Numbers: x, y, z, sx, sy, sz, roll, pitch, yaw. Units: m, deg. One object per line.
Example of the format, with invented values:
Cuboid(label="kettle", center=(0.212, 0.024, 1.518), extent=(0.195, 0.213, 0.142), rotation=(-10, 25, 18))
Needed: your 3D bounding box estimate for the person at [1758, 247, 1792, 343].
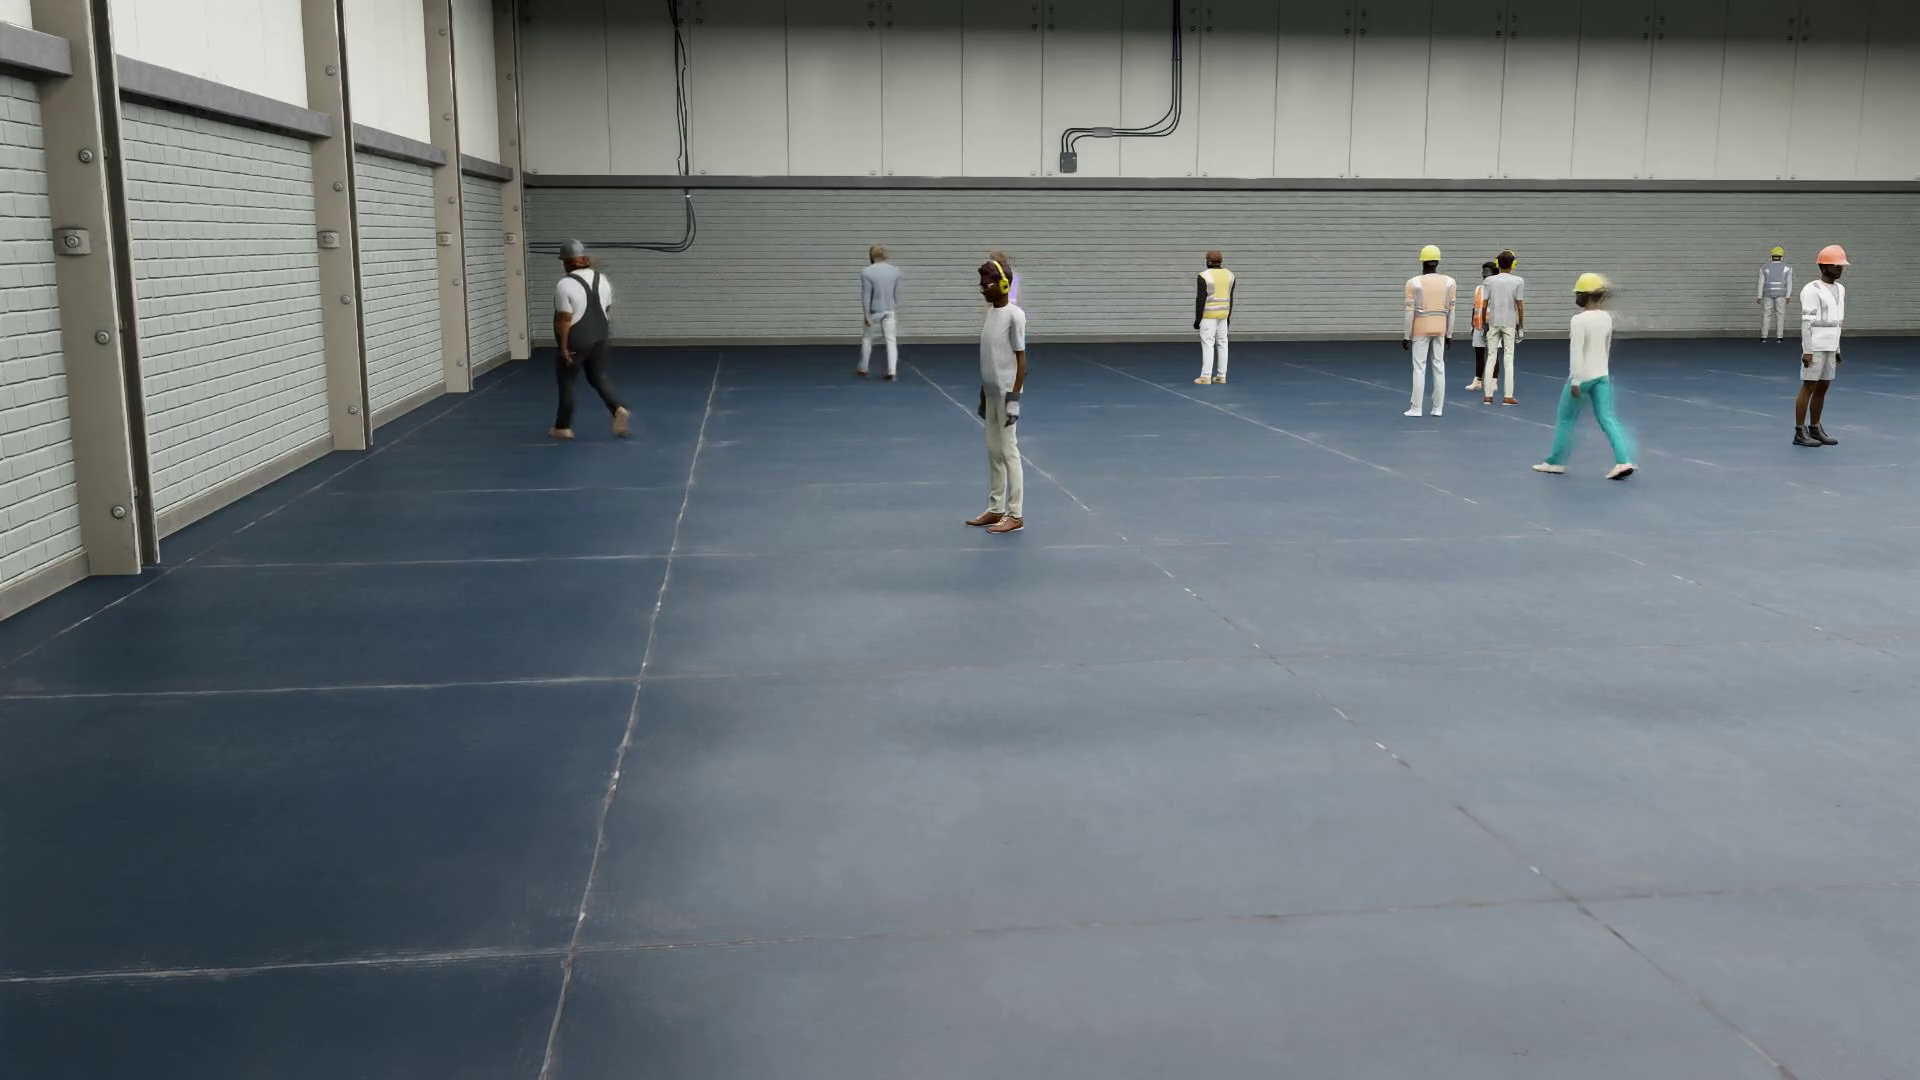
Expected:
Cuboid(label="person", center=(15.630, -4.703, 31.923), extent=(0.586, 1.835, 0.404), rotation=(4, 11, 22))

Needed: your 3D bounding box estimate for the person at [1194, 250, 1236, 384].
Cuboid(label="person", center=(3.482, -3.069, 22.945), extent=(0.622, 1.844, 0.429), rotation=(-6, 12, -30))

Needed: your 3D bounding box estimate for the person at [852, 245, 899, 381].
Cuboid(label="person", center=(-1.186, -3.215, 23.602), extent=(0.655, 1.898, 0.958), rotation=(-6, 12, -31))

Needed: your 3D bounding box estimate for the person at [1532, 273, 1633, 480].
Cuboid(label="person", center=(5.305, -1.375, 13.976), extent=(0.532, 1.727, 0.904), rotation=(-6, 12, -31))

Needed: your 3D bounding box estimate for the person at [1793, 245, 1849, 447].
Cuboid(label="person", center=(8.363, -1.870, 16.109), extent=(0.548, 1.938, 0.358), rotation=(-6, 12, -30))

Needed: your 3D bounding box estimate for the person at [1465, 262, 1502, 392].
Cuboid(label="person", center=(6.902, -2.788, 21.794), extent=(0.316, 1.700, 0.540), rotation=(-6, 12, -31))

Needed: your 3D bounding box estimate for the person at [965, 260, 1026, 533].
Cuboid(label="person", center=(0.266, -0.981, 11.439), extent=(0.328, 1.865, 0.519), rotation=(-5, 11, -26))

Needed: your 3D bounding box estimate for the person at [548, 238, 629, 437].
Cuboid(label="person", center=(-3.782, -2.028, 16.691), extent=(0.821, 2.000, 0.697), rotation=(8, 13, 38))

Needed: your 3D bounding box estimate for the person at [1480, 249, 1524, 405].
Cuboid(label="person", center=(6.569, -2.573, 20.131), extent=(0.530, 1.876, 0.323), rotation=(6, 12, 32))

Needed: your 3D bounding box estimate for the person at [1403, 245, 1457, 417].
Cuboid(label="person", center=(5.255, -2.334, 18.672), extent=(0.587, 1.930, 0.355), rotation=(-1, 10, -7))

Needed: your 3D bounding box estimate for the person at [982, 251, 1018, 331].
Cuboid(label="person", center=(0.552, -2.977, 22.496), extent=(0.454, 1.825, 0.568), rotation=(7, 12, 32))
